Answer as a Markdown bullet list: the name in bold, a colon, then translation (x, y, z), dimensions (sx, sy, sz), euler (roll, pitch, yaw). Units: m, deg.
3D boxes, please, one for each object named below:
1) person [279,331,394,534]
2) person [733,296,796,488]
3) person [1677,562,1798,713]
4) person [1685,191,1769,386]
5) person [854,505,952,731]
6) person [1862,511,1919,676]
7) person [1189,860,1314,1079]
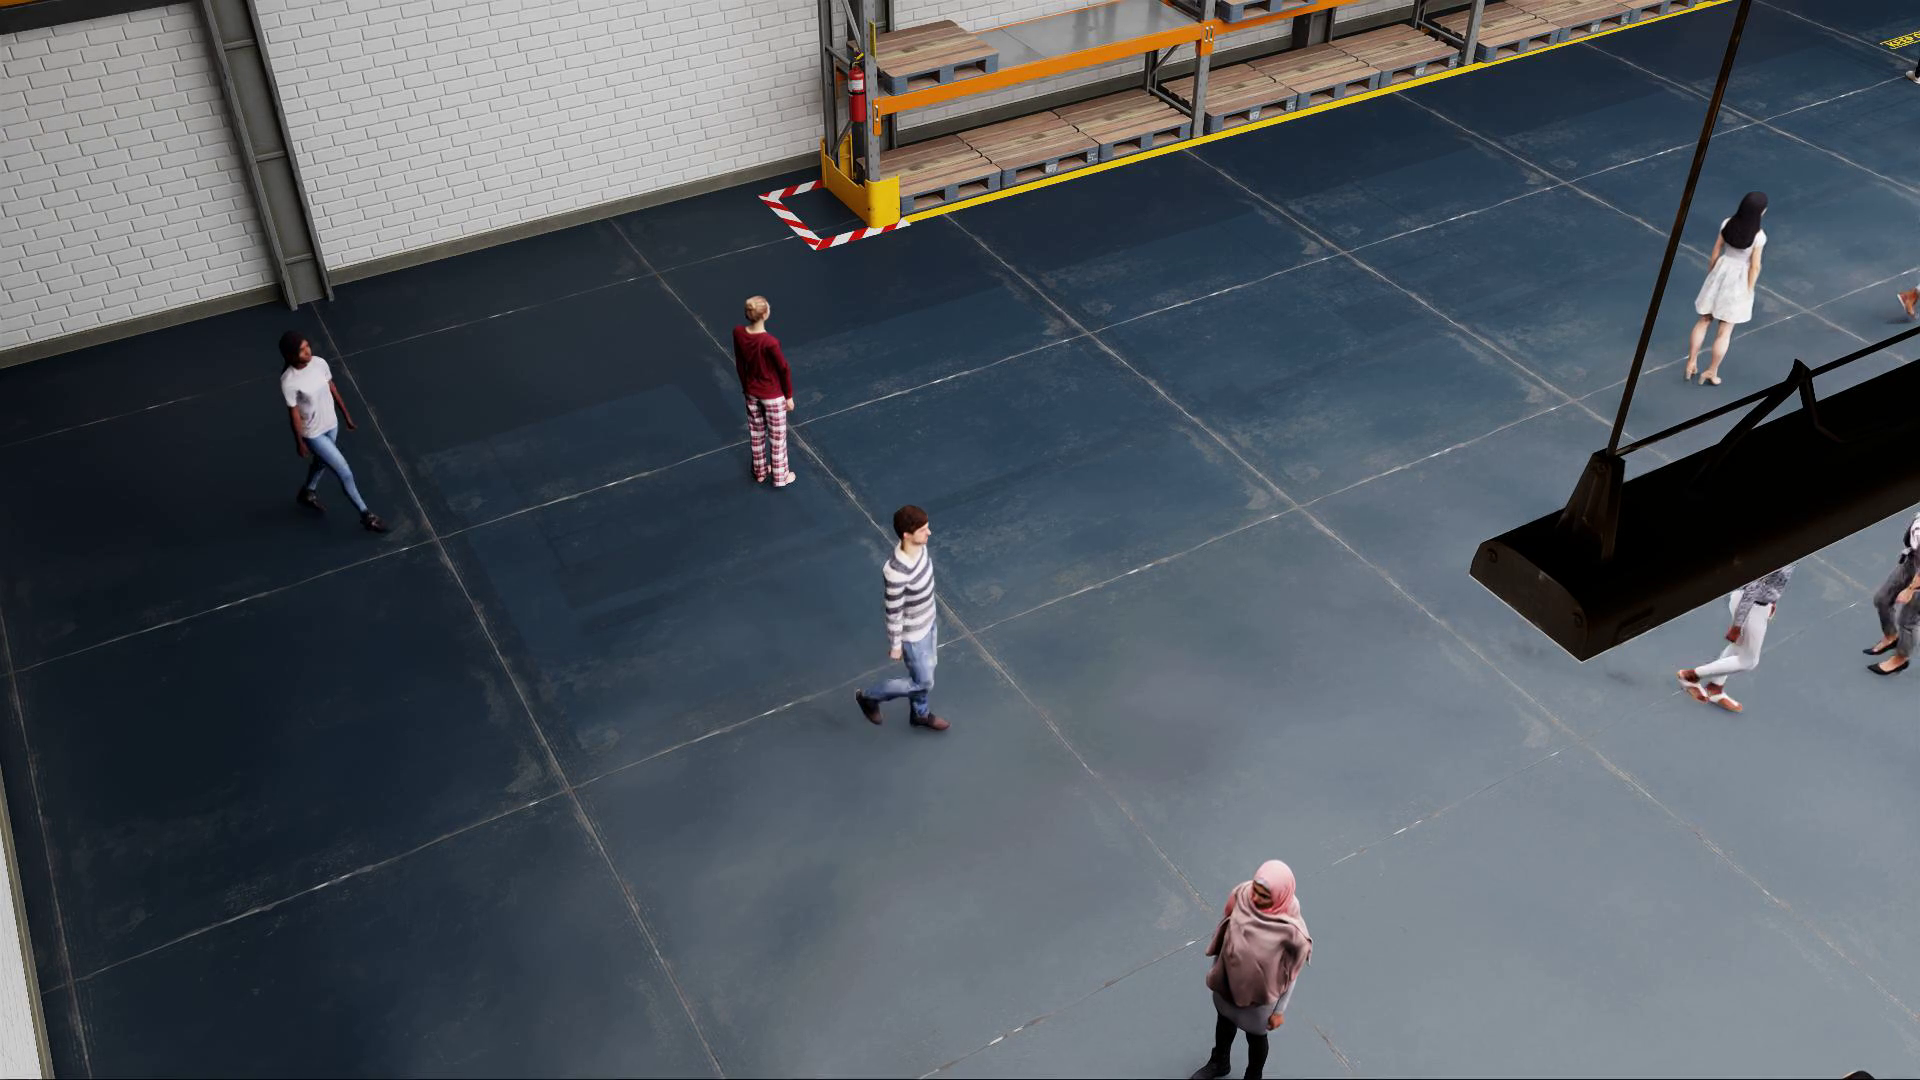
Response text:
- **person**: translation (-4.851, -0.819, 12.448), dimensions (1.120, 1.678, 1.107), euler (13, 40, 16)
- **person**: translation (-1.508, -1.157, 12.855), dimensions (0.683, 1.698, 0.685), euler (18, 42, 21)
- **person**: translation (5.080, 0.425, 10.865), dimensions (0.821, 1.709, 0.751), euler (24, 44, 27)
- **person**: translation (6.456, -2.115, 13.994), dimensions (0.651, 1.774, 0.663), euler (-24, 44, -27)
- **person**: translation (-0.380, 0.526, 10.637), dimensions (0.996, 1.837, 0.936), euler (10, 40, 12)
- **person**: translation (6.515, 0.259, 11.112), dimensions (0.776, 1.661, 0.736), euler (4, 39, 6)
- **person**: translation (1.480, 2.268, 8.481), dimensions (0.700, 1.804, 0.694), euler (30, 48, 32)
